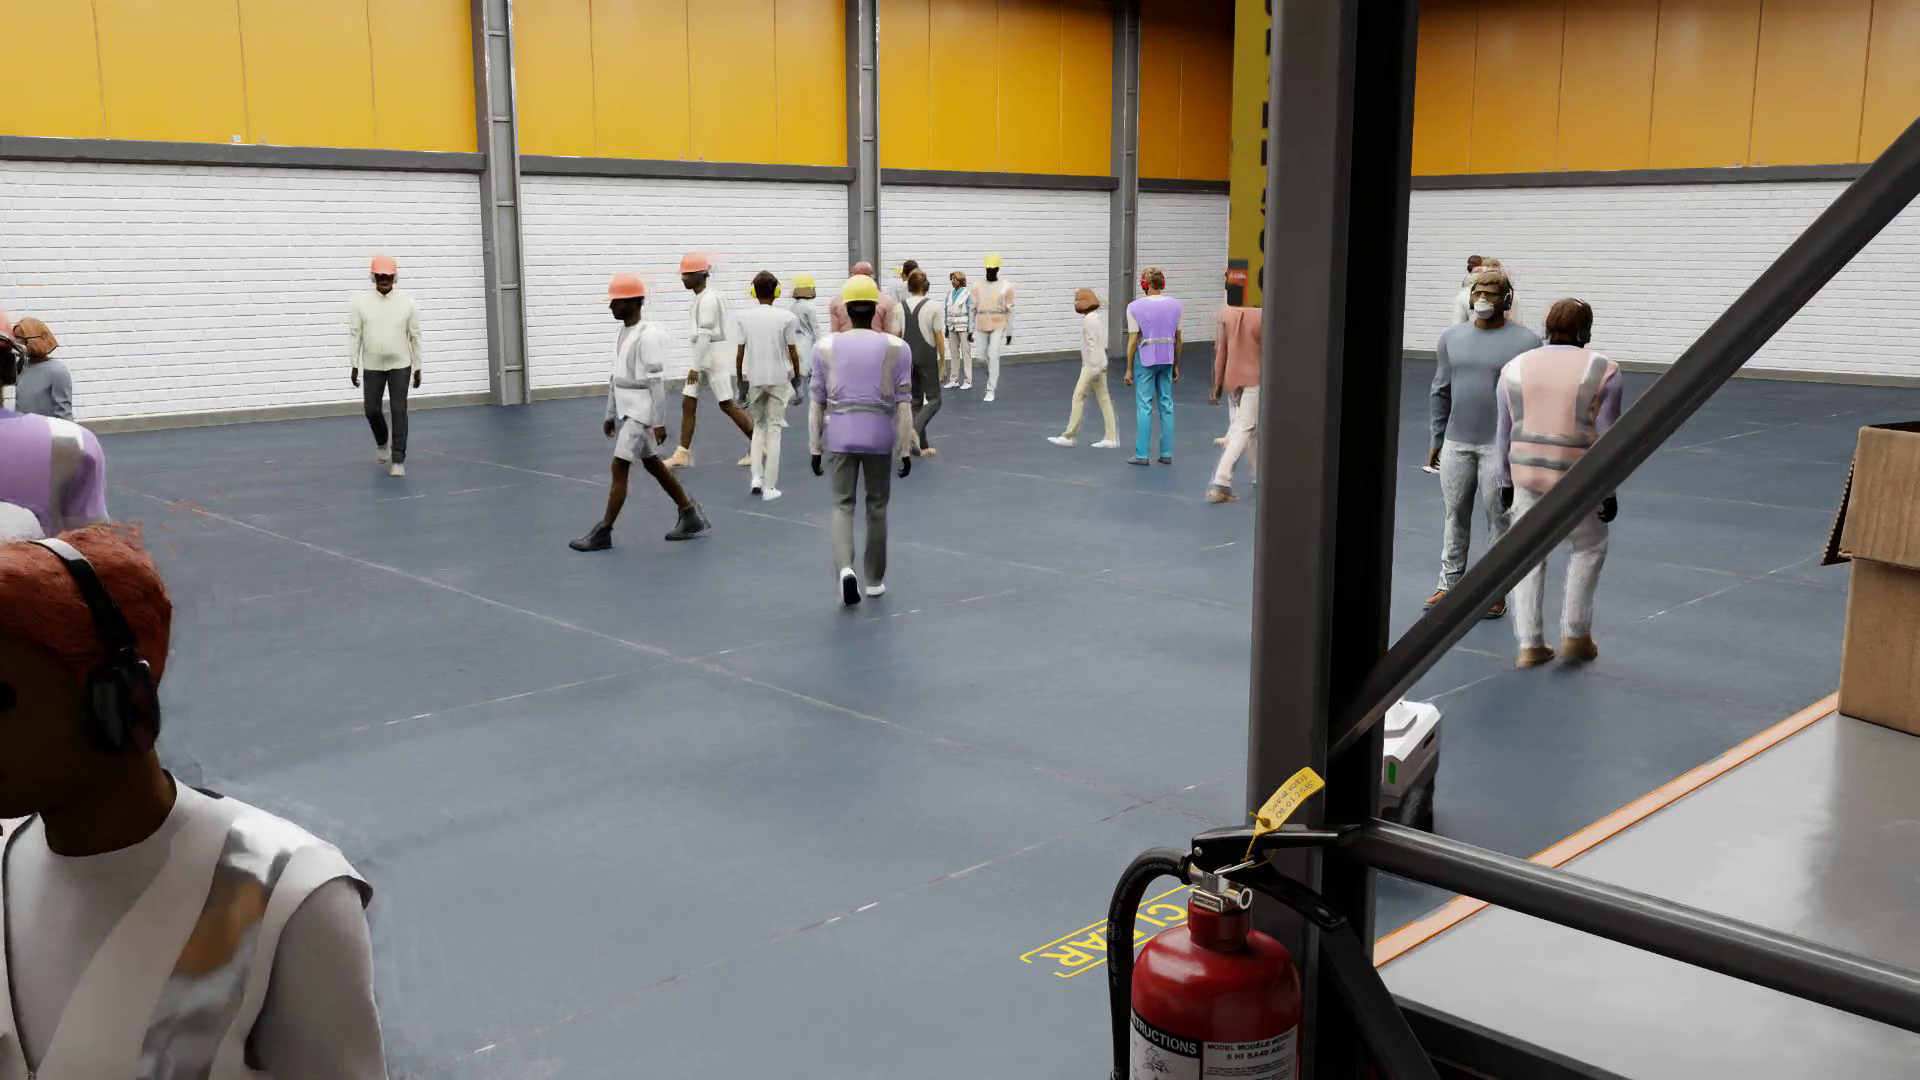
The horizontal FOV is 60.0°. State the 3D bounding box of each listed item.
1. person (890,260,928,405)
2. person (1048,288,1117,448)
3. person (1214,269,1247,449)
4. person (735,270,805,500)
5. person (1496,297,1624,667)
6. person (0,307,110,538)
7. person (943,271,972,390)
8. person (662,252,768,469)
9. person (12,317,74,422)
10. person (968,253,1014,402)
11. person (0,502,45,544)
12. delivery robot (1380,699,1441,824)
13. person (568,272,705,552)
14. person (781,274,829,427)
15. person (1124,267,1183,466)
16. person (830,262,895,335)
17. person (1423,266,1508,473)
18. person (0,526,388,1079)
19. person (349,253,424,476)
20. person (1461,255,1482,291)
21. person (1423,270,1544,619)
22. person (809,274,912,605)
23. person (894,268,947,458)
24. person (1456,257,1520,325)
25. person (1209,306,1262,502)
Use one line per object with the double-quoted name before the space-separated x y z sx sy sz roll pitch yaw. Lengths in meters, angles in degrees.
"person" -0.624 -2.470 20.189 0.656 1.837 0.504 -10 14 -43
"person" 1.236 -1.716 16.696 0.771 1.592 0.526 3 11 14
"person" 2.780 -1.832 16.684 0.429 1.839 0.633 -2 10 -8
"person" -1.540 -1.252 13.510 0.511 1.850 0.504 2 11 12
"person" 3.010 -0.287 8.291 0.652 1.824 0.632 9 13 39
"person" -2.644 0.310 4.591 0.626 2.004 1.009 -10 14 -42
"person" -0.010 -2.909 23.101 0.518 1.639 0.312 10 14 43
"person" -2.251 -1.633 15.207 1.040 1.997 0.606 -5 11 -23
"person" -5.757 -0.587 10.490 0.497 1.626 0.288 5 12 26
"person" 0.417 -2.761 21.565 0.607 1.910 0.628 4 11 19
"person" -2.192 0.545 3.807 0.842 1.820 0.598 -1 10 -5
"delivery robot" 1.464 0.745 5.883 0.477 0.478 0.707 5 12 27
"person" -2.207 -0.886 11.413 1.006 1.889 0.564 -6 12 -31
"person" -1.785 -2.126 18.658 0.882 1.702 0.486 -6 12 -30
"person" 1.793 -1.601 15.420 0.565 1.840 0.390 -4 11 -21
"person" -0.964 -1.794 16.382 0.650 1.882 0.799 2 11 8
"person" 4.702 -1.490 14.766 0.954 1.870 0.642 5 12 26
"person" -0.863 0.879 1.892 0.585 1.845 0.950 4 11 23
"person" -5.119 -1.572 14.875 0.641 1.978 0.592 -3 11 -15
"person" 7.919 -3.506 25.881 0.632 1.819 0.719 -7 12 -32
"person" 2.924 -0.534 9.333 0.631 1.940 0.372 8 13 38
"person" -0.572 -0.568 9.599 0.596 1.914 0.672 0 10 2
"person" -0.403 -1.656 15.766 0.535 1.830 0.626 6 12 28
"person" 5.445 -1.972 17.249 0.642 1.918 0.816 5 12 25
"person" 2.349 -1.292 13.478 1.039 1.944 0.645 -8 13 -37
